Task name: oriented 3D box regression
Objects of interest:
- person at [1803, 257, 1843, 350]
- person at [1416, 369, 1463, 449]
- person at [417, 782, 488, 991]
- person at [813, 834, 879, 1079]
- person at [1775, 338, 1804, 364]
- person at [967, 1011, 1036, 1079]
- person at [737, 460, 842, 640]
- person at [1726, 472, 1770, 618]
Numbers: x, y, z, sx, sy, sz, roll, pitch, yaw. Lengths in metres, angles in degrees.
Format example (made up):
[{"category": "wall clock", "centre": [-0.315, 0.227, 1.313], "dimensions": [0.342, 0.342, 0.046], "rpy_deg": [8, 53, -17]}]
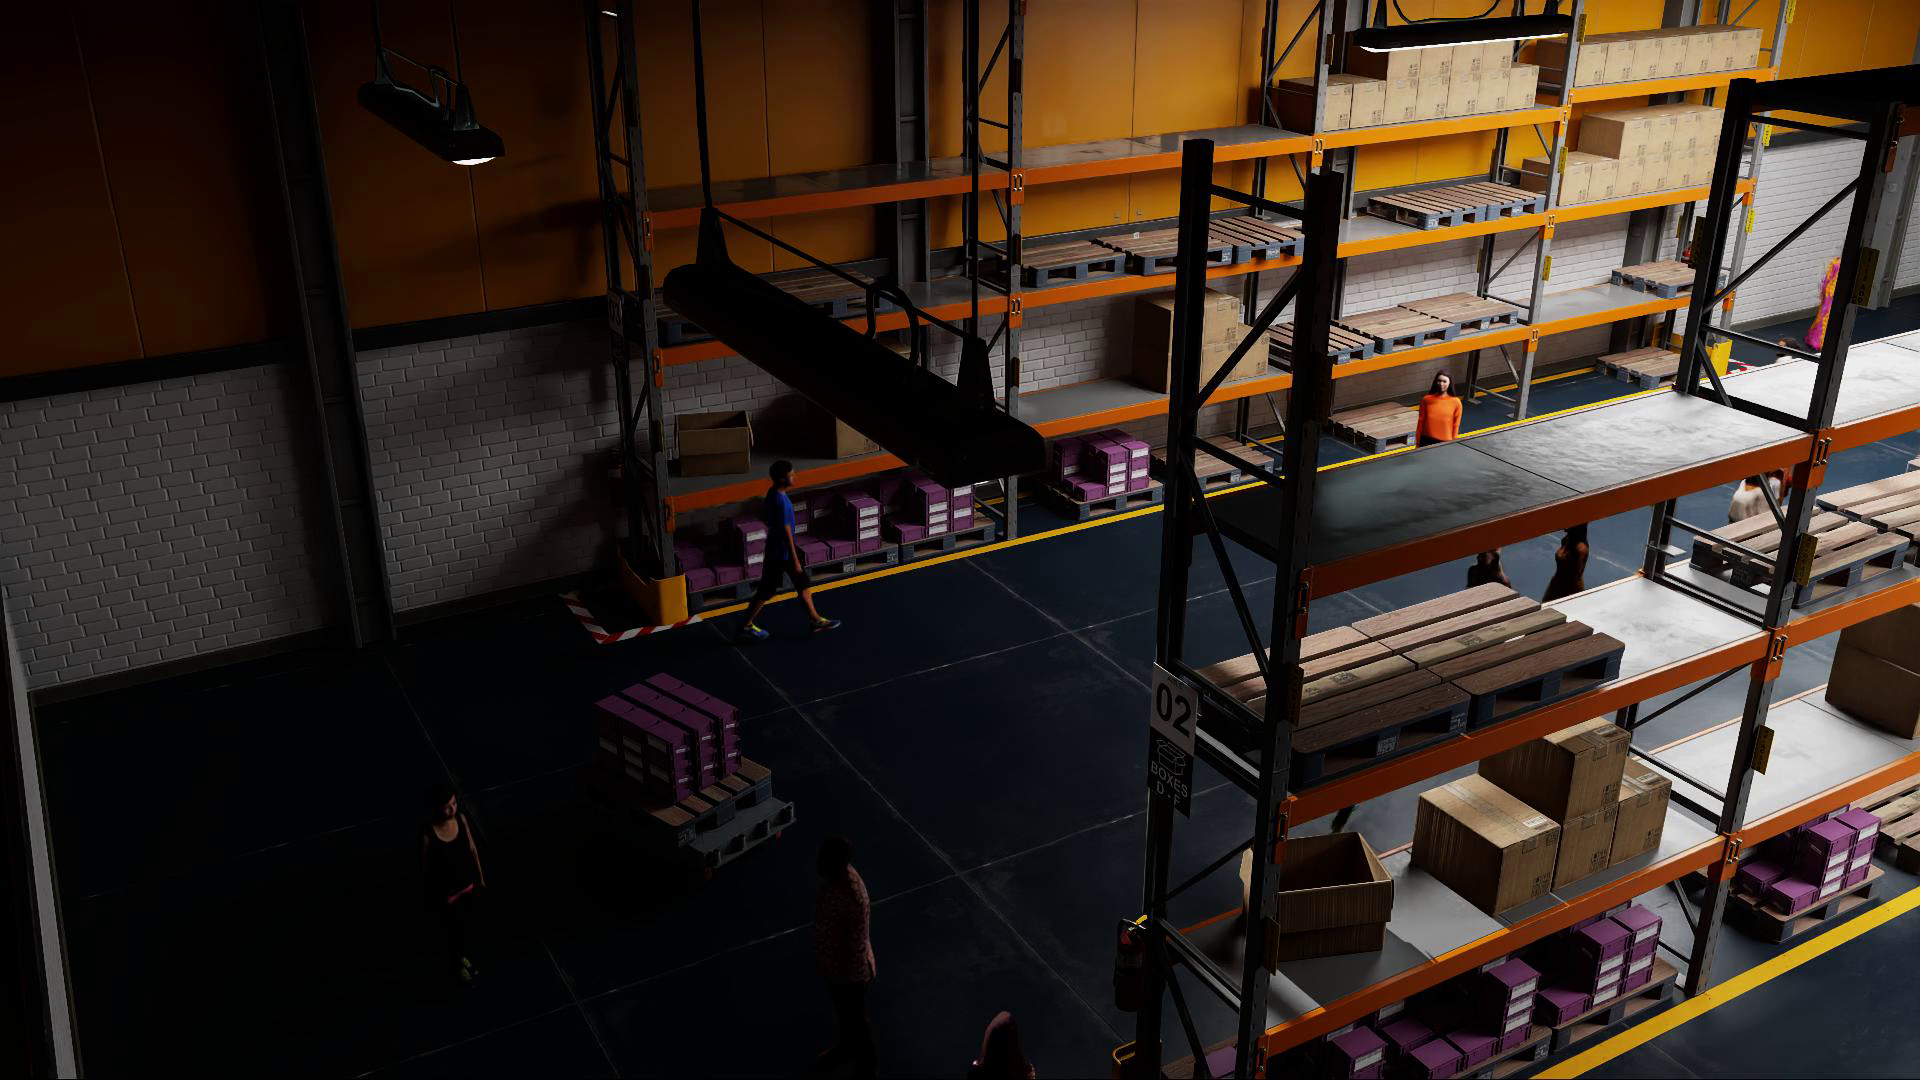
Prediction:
[{"category": "person", "centre": [13.106, -3.673, 24.878], "dimensions": [0.874, 1.653, 0.764], "rpy_deg": [18, 29, 35]}, {"category": "person", "centre": [5.393, -1.098, 18.869], "dimensions": [0.709, 1.749, 0.749], "rpy_deg": [9, 25, 19]}, {"category": "person", "centre": [-3.516, 2.311, 11.330], "dimensions": [0.734, 1.542, 0.656], "rpy_deg": [15, 28, 30]}, {"category": "person", "centre": [-0.699, 2.593, 10.364], "dimensions": [0.599, 1.798, 0.688], "rpy_deg": [-10, 26, -22]}, {"category": "person", "centre": [9.796, -1.584, 19.975], "dimensions": [0.791, 1.754, 0.754], "rpy_deg": [4, 24, 8]}, {"category": "person", "centre": [0.213, 3.304, 9.085], "dimensions": [1.078, 1.519, 1.008], "rpy_deg": [1, 24, 3]}, {"category": "person", "centre": [-1.808, 0.146, 15.936], "dimensions": [1.321, 1.818, 0.967], "rpy_deg": [-3, 24, -7]}, {"category": "person", "centre": [7.856, -0.065, 16.592], "dimensions": [0.673, 1.680, 0.695], "rpy_deg": [-3, 24, -7]}]
